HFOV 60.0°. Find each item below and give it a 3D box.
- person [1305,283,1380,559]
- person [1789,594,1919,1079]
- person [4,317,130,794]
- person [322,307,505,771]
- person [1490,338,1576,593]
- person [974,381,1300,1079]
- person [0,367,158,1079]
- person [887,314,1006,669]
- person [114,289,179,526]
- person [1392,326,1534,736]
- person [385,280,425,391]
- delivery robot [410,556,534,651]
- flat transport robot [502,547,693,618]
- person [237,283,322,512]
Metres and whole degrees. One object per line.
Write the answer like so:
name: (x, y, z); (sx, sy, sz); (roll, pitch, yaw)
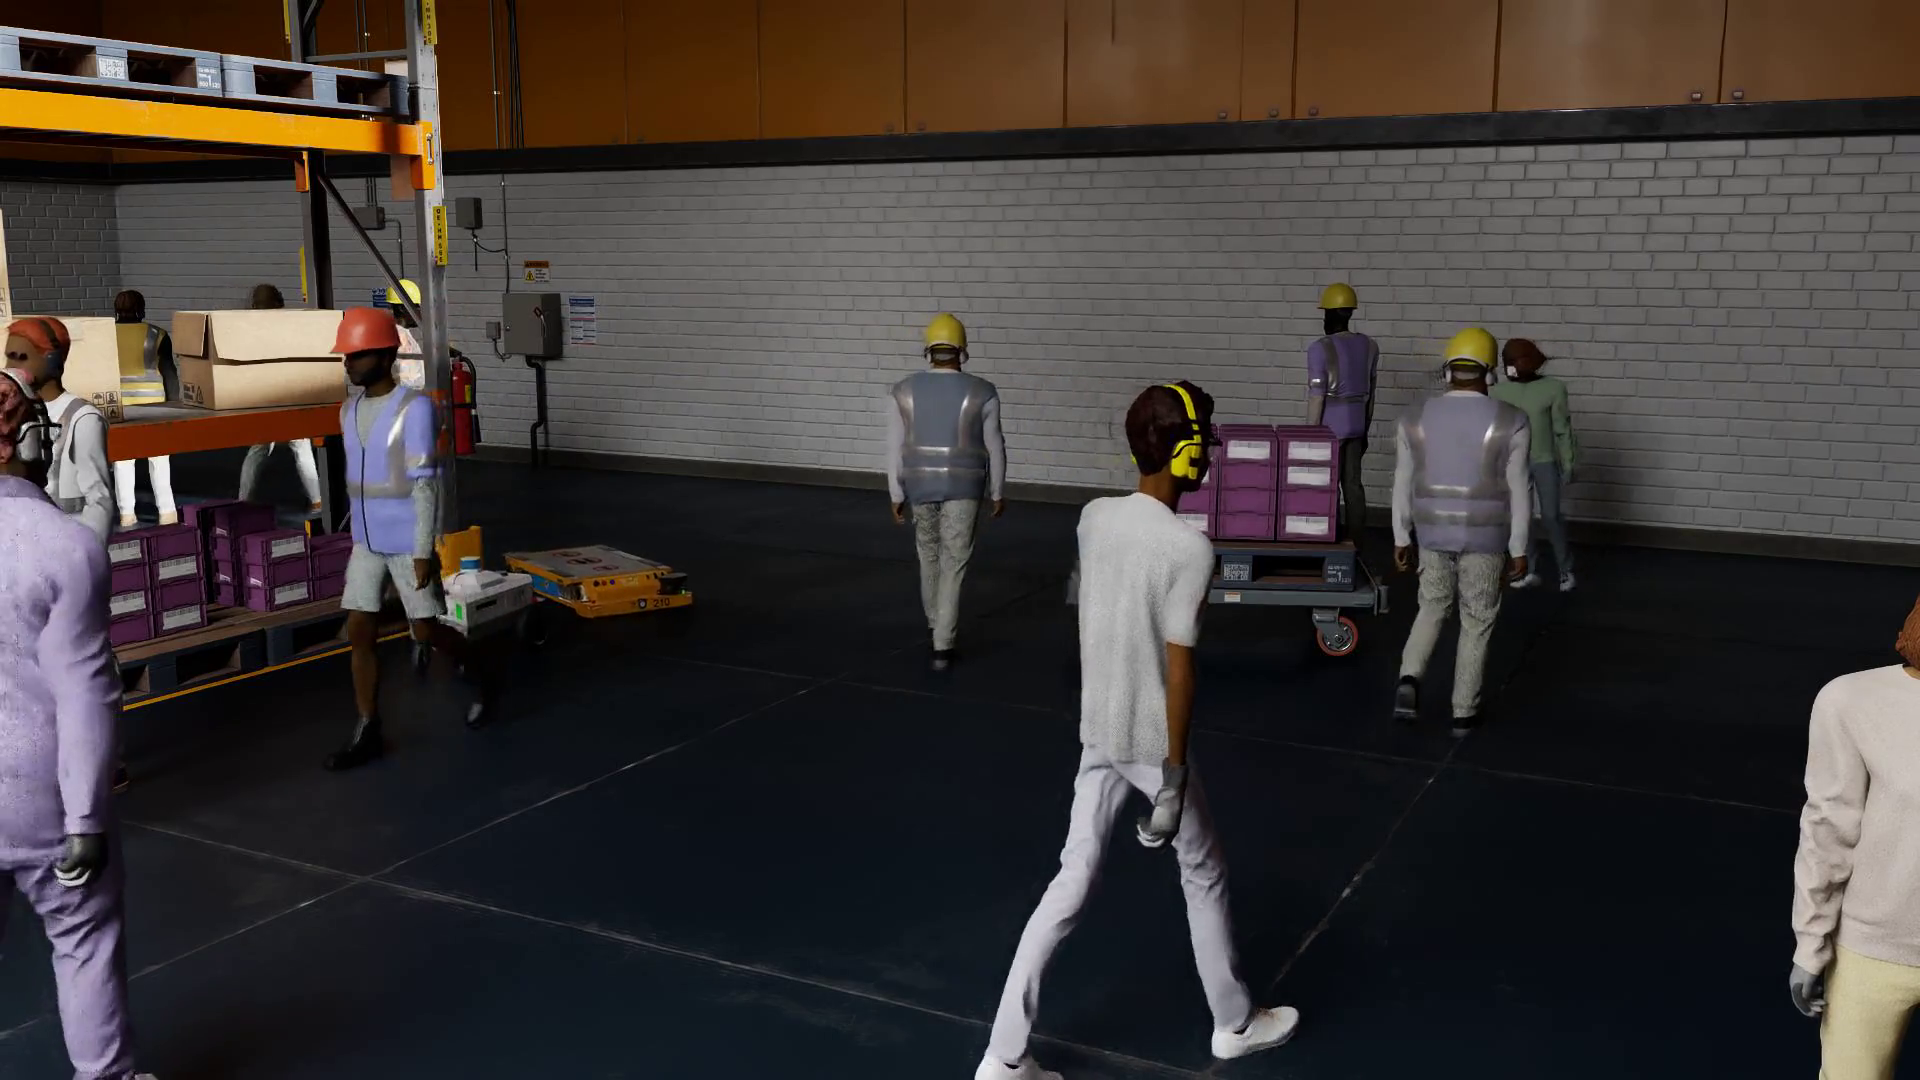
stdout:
person: (2.487, -0.726, 11.003); (0.586, 1.928, 0.369); (-6, 12, -32)
person: (1.813, 0.792, 3.092); (0.497, 1.629, 0.277); (4, 11, 23)
person: (-3.494, 0.086, 6.433); (0.576, 1.883, 0.355); (6, 11, 29)
person: (-2.341, -0.031, 7.043); (0.546, 1.913, 0.842); (5, 11, 26)
person: (3.586, -0.473, 10.480); (0.554, 1.595, 0.388); (8, 12, 38)
person: (0.434, 0.509, 4.192); (0.989, 1.823, 0.533); (-7, 12, -37)
person: (-2.179, 0.562, 3.696); (0.653, 1.881, 0.798); (1, 10, 7)
person: (-0.044, -0.276, 8.758); (0.594, 1.796, 0.868); (3, 10, 17)
person: (-6.423, -1.027, 12.998); (0.634, 1.842, 0.429); (-2, 10, -11)
person: (2.174, -0.018, 7.247); (0.601, 1.815, 0.500); (7, 12, 35)
person: (-4.099, -0.955, 12.334); (0.368, 1.928, 0.585); (-5, 11, -25)
delivery robot: (-2.521, 0.329, 8.599); (0.477, 0.478, 0.707); (3, 10, 18)
flat transport robot: (-2.268, 0.233, 10.239); (0.652, 0.197, 1.431); (-7, 12, -35)
person: (-5.530, -1.100, 13.313); (0.647, 1.890, 0.975); (2, 10, 11)
